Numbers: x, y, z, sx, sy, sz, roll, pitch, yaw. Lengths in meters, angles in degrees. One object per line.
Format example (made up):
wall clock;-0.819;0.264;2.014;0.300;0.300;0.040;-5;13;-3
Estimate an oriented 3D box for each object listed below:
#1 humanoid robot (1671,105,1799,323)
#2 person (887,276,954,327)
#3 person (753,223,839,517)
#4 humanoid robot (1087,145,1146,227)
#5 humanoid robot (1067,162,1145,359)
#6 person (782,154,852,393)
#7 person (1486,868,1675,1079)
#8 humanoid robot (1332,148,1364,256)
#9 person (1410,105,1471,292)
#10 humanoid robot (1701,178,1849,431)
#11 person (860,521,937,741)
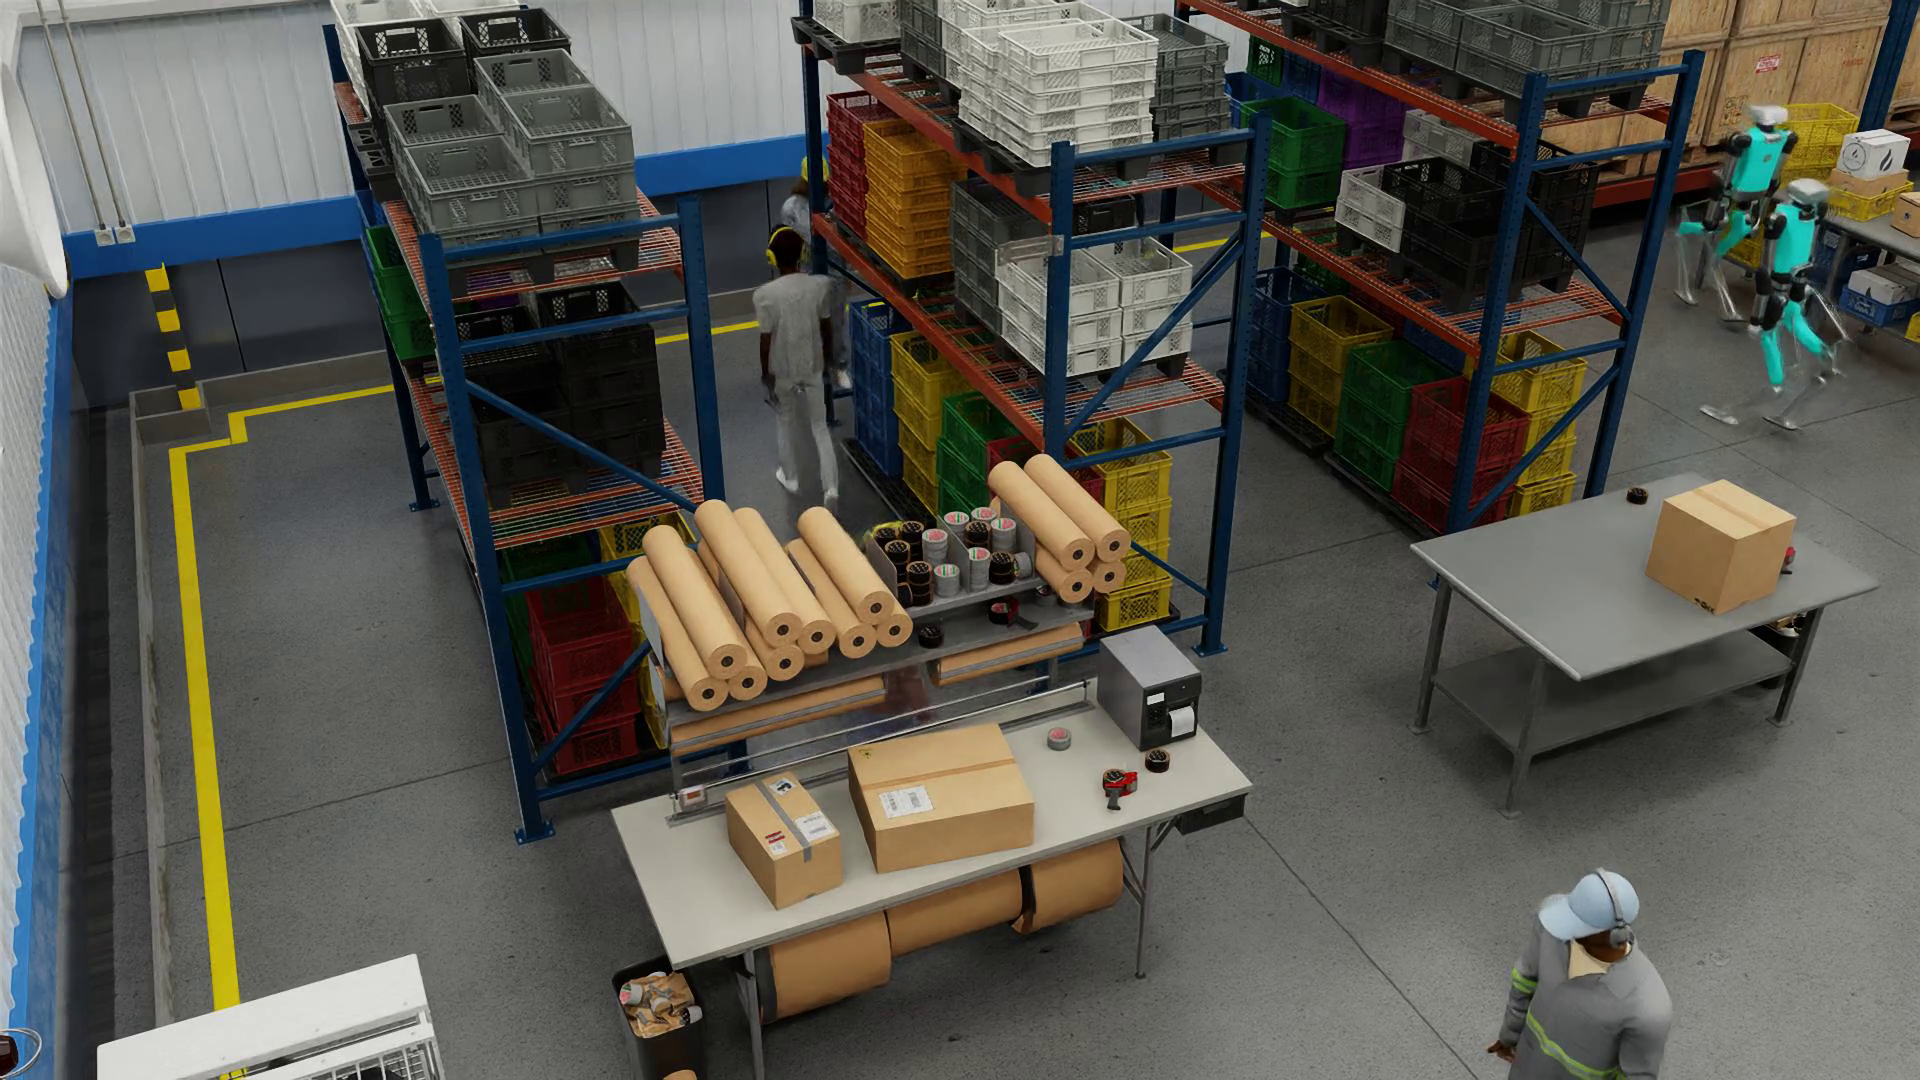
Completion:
humanoid robot;5.788;-2.493;12.615;0.540;1.733;0.976;-8;33;-13
person;-0.269;-1.869;11.506;0.580;1.847;0.401;18;36;26
person;-0.971;-1.015;10.116;0.505;1.847;0.815;-10;33;-15
humanoid robot;1.286;-2.843;13.192;0.609;1.780;0.821;-21;37;-30
humanoid robot;1.027;-1.999;11.887;0.599;1.636;0.427;6;32;10
person;-0.979;-1.853;11.573;0.485;1.741;0.296;-5;32;-8
person;1.993;1.798;5.546;0.406;1.846;0.588;-12;34;-19
humanoid robot;3.280;-3.055;13.572;0.765;1.824;0.549;-22;38;-31
person;3.533;-2.274;12.160;0.505;1.846;0.346;27;41;36
humanoid robot;5.505;-1.464;10.946;0.546;1.769;0.919;-18;36;-26
person;-0.233;0.666;7.496;0.807;1.729;0.535;-10;33;-16
